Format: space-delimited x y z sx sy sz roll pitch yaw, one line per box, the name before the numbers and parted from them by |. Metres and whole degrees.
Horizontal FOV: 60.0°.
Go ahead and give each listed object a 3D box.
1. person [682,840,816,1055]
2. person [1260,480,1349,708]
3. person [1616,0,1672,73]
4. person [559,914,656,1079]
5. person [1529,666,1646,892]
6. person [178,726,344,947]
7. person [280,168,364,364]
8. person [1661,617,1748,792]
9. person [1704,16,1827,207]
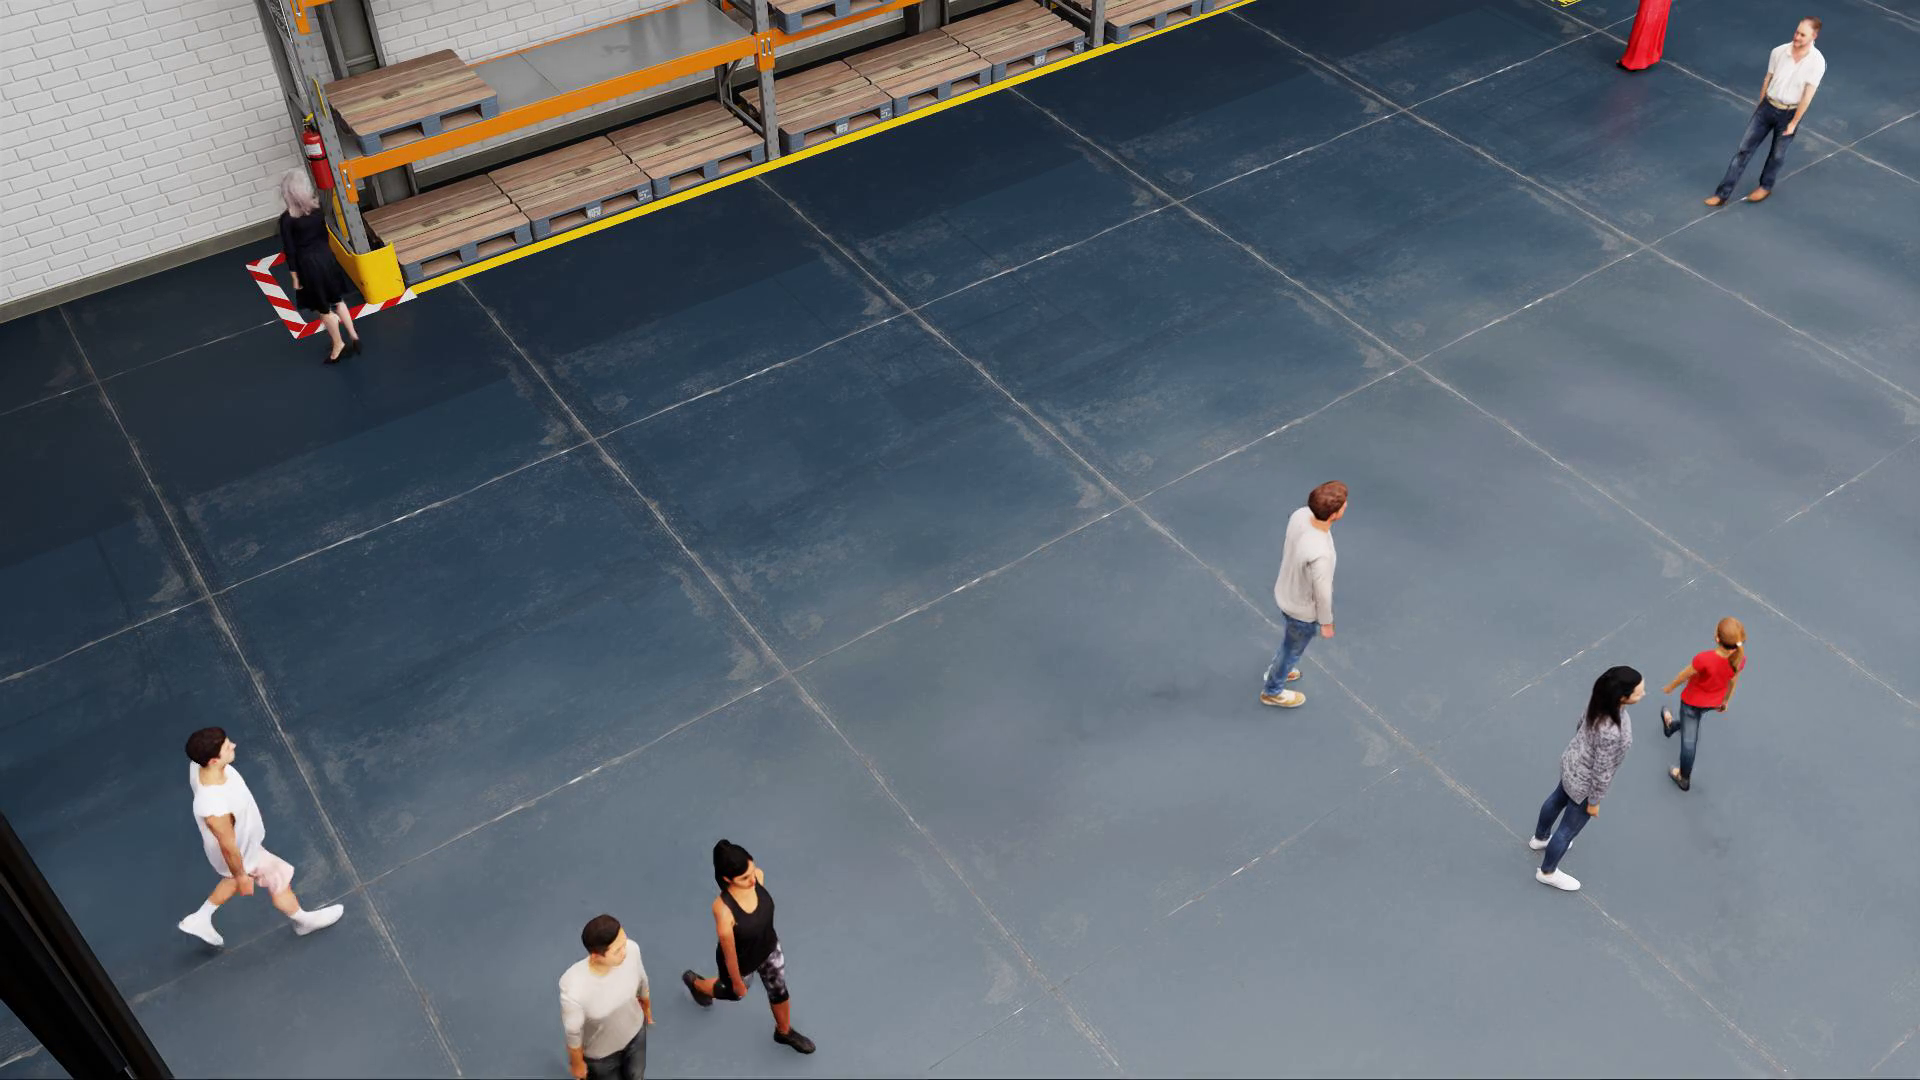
person | -1.195 2.146 8.804 0.938 1.635 1.069 21 47 20
person | 2.069 0.386 10.468 0.793 1.888 0.781 -2 44 -2
person | 7.077 -5.628 16.856 0.564 1.784 0.687 -28 50 -26
person | -1.826 2.438 8.387 0.852 1.787 0.886 34 53 30
person | 3.605 1.335 9.584 0.732 1.732 0.682 5 44 5
person | -4.082 1.706 9.179 1.118 1.755 0.783 -18 46 -18
person | -5.135 -2.133 13.228 0.779 1.727 0.697 2 44 2
person | 4.586 1.036 10.221 0.855 1.286 0.811 -4 44 -4
person | 7.440 -3.840 14.956 1.081 1.816 0.708 -28 50 -26
